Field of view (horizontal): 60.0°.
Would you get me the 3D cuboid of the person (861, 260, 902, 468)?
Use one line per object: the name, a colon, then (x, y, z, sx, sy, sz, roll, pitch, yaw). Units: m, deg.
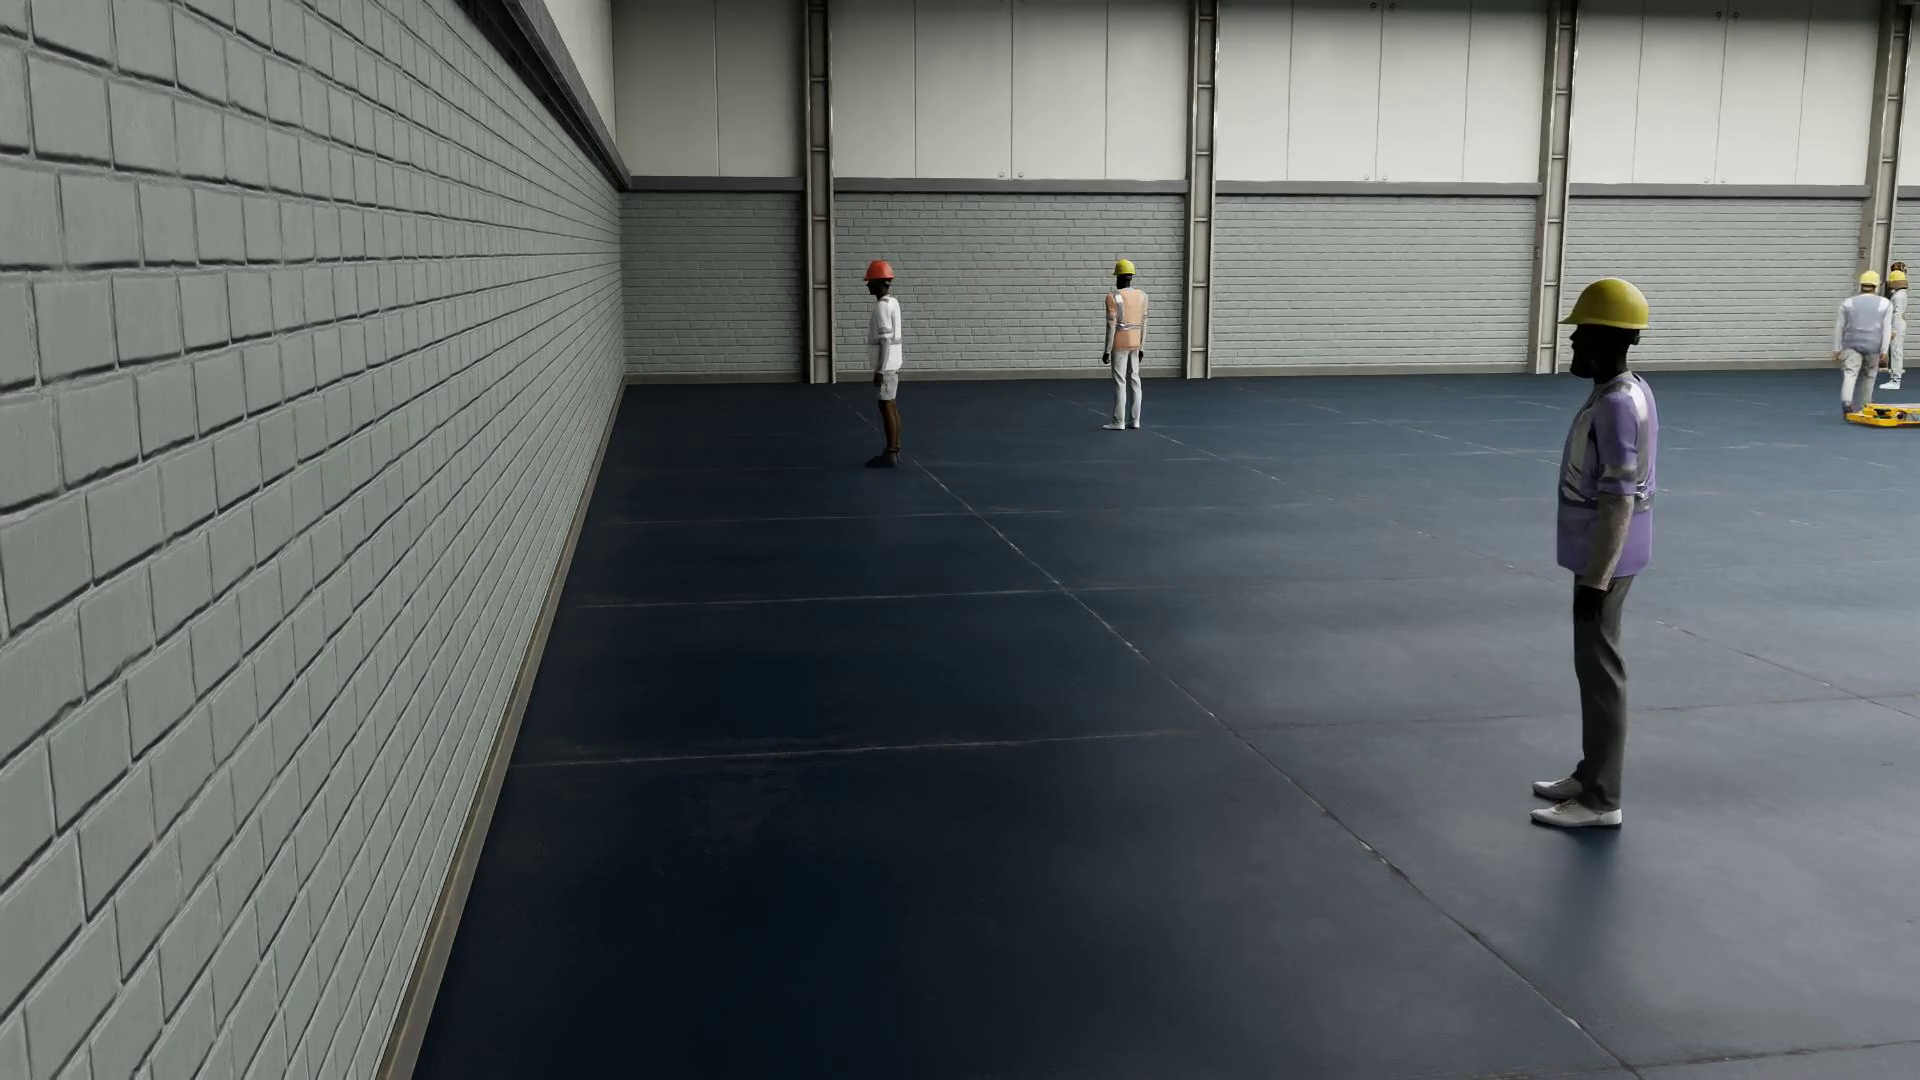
person: (-0.736, -1.642, 15.593, 0.373, 1.934, 0.551, 1, 10, 7)

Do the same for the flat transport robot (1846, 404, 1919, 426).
flat transport robot: (11.203, -1.463, 19.356, 1.431, 0.197, 0.652, -1, 10, -3)

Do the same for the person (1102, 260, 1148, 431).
person: (1.856, -2.201, 18.844, 0.590, 1.927, 0.367, -7, 12, -36)

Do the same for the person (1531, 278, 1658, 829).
person: (2.243, 0.052, 5.855, 0.352, 1.929, 0.594, 4, 11, 21)

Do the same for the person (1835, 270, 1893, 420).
person: (10.872, -2.347, 20.049, 0.599, 1.806, 0.842, 6, 12, 33)

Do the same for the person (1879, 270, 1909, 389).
person: (13.790, -3.099, 24.550, 0.312, 1.741, 0.487, 7, 12, 33)

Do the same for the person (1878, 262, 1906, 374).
person: (15.510, -3.686, 27.626, 0.346, 1.846, 0.506, -2, 10, -12)
